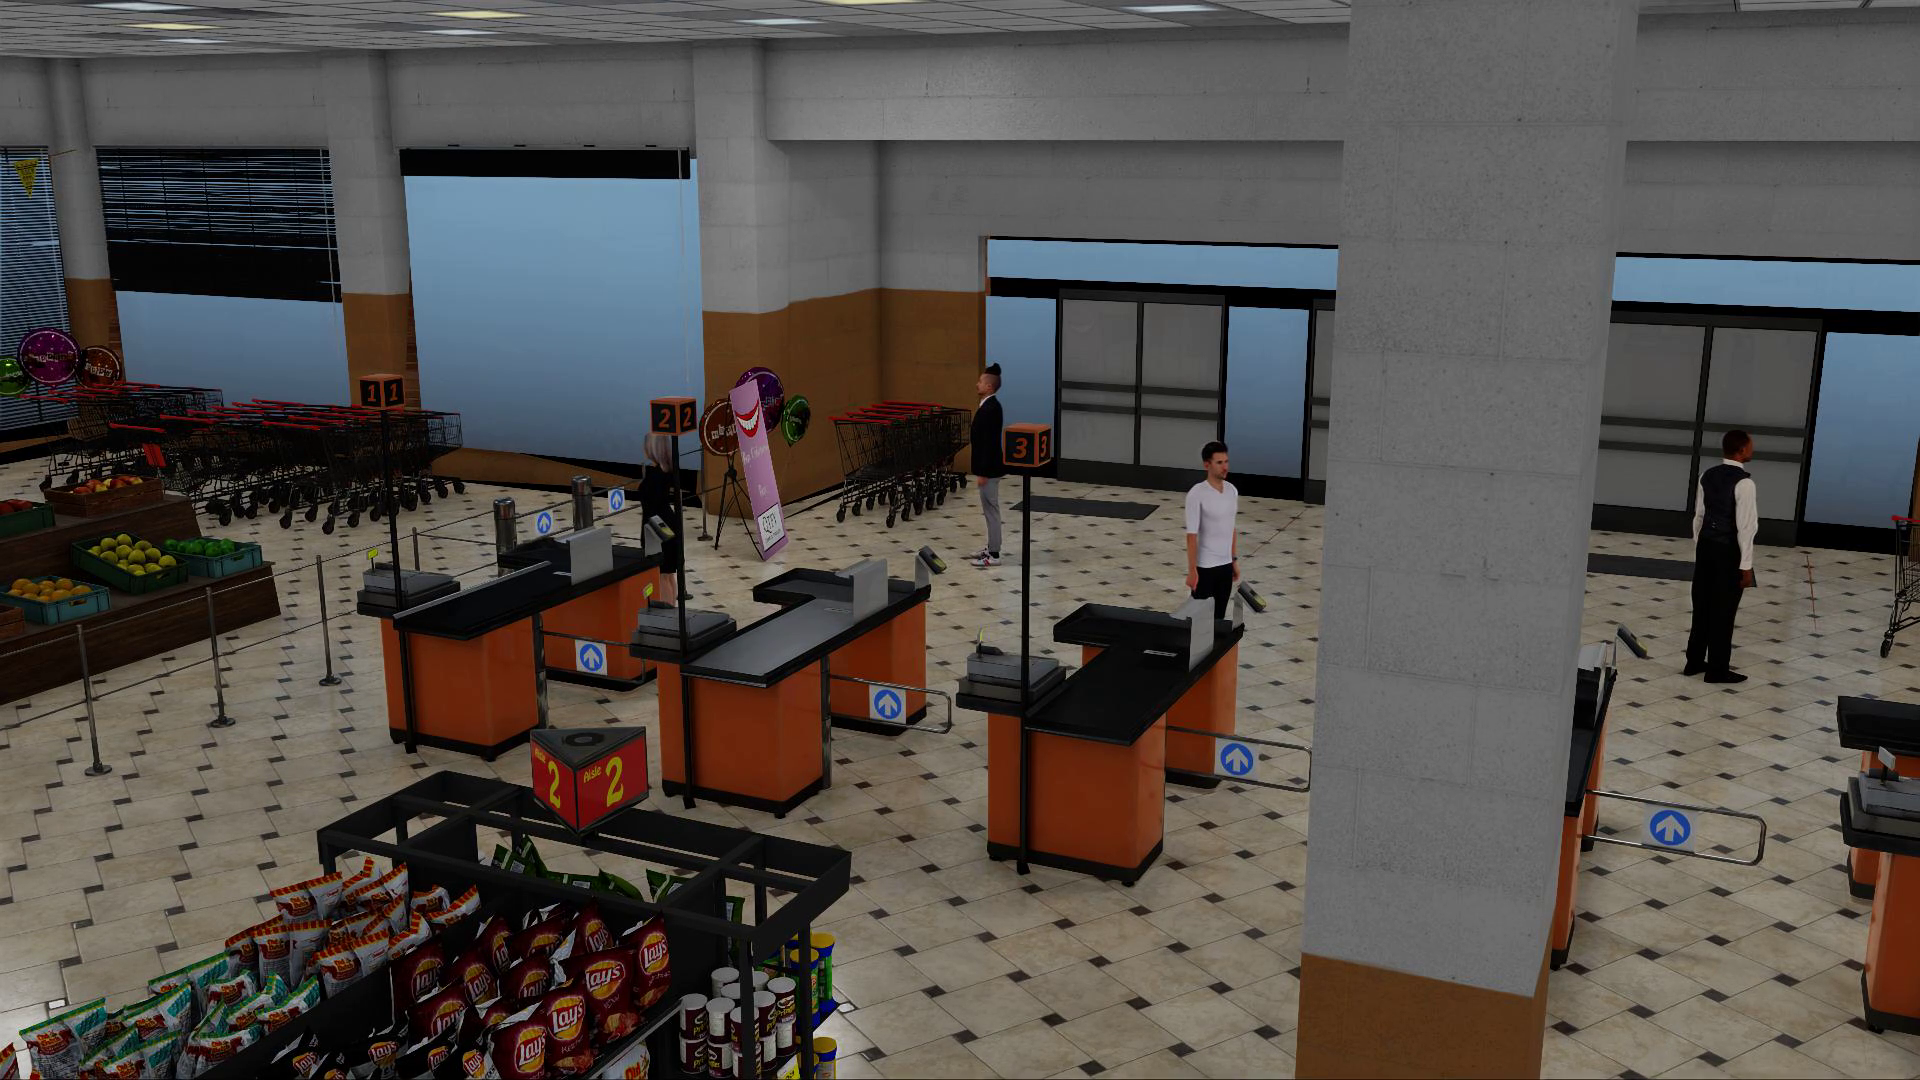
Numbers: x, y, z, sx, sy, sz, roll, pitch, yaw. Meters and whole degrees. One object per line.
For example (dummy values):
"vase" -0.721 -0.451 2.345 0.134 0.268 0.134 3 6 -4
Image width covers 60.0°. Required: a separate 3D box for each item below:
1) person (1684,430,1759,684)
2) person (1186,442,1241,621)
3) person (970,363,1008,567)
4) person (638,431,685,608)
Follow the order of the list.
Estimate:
"person" 5.754 0.114 12.563 0.831 1.918 0.766 -5 14 -18
"person" 1.881 0.174 12.458 0.662 1.851 0.811 -10 17 -37
"person" 0.284 -0.732 15.980 0.845 1.950 0.691 0 14 2
"person" -2.447 -0.036 13.545 0.748 1.746 0.632 0 14 2
